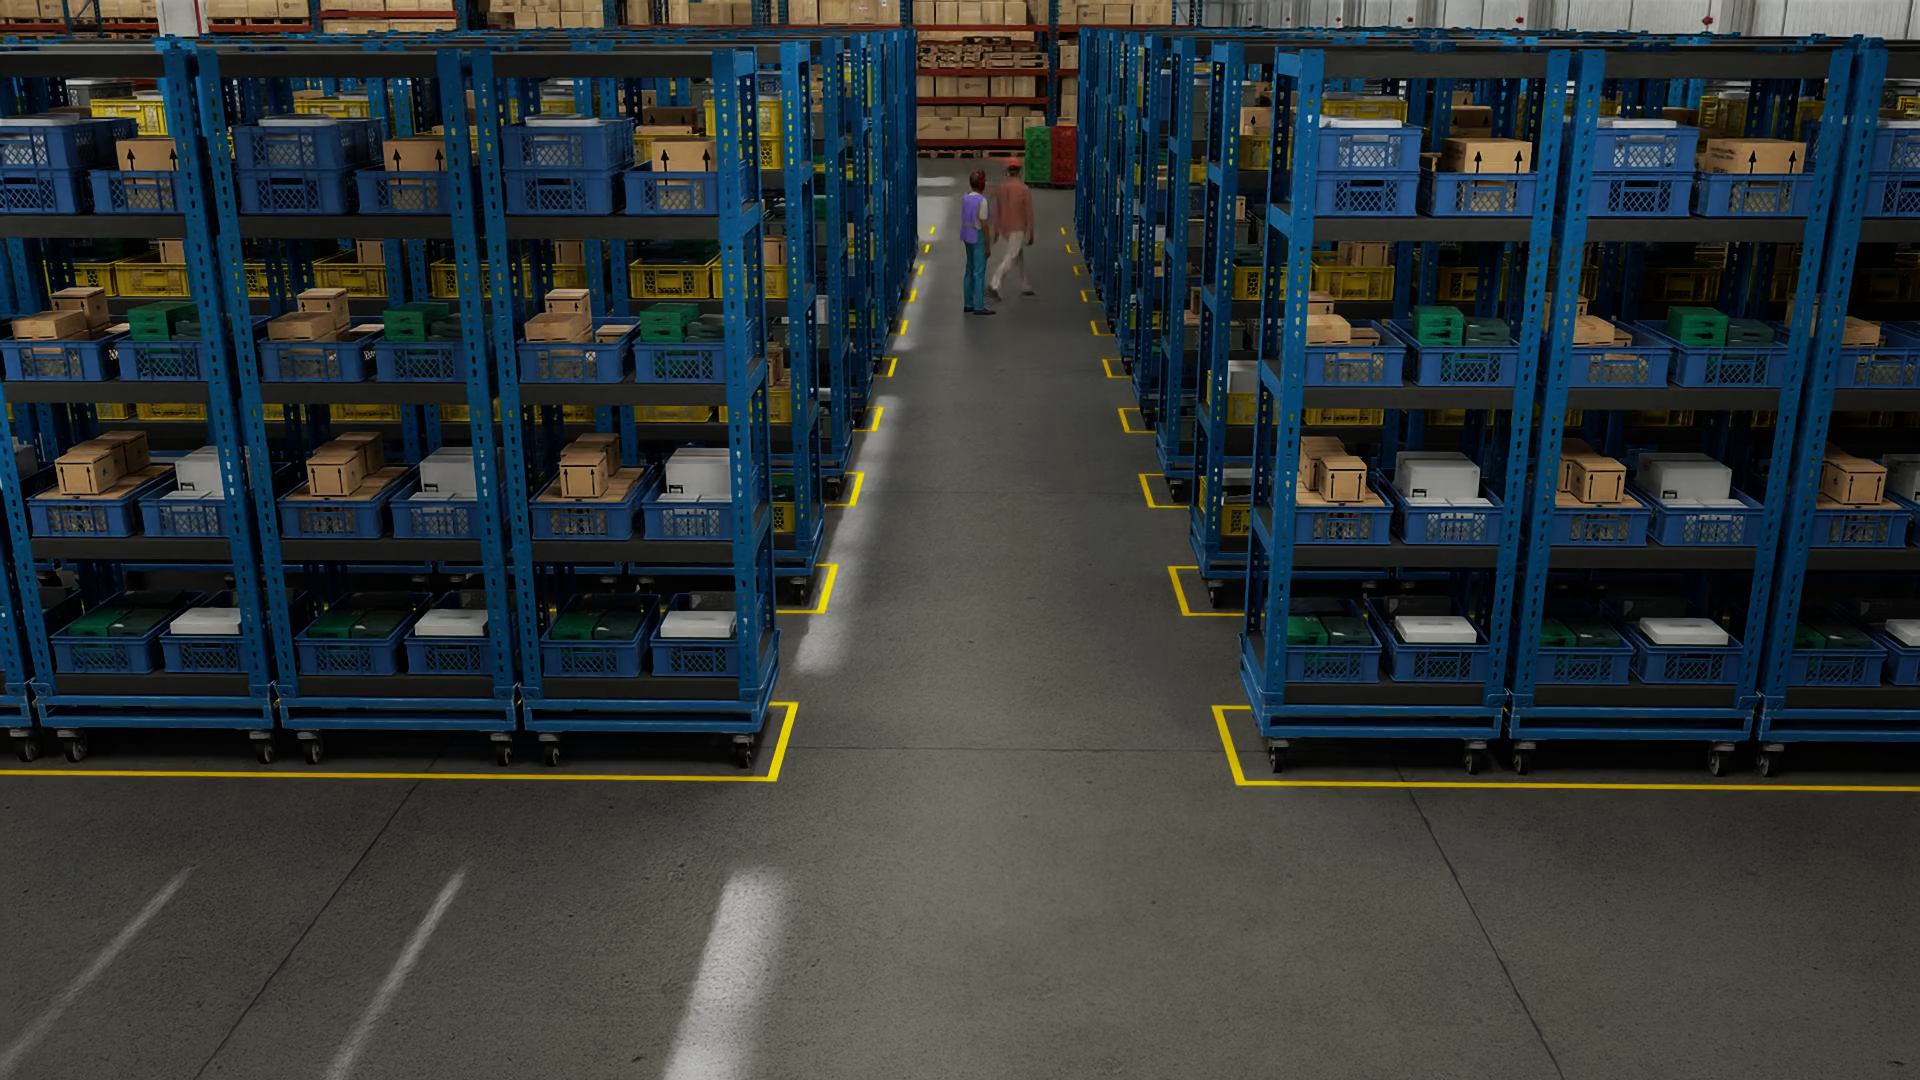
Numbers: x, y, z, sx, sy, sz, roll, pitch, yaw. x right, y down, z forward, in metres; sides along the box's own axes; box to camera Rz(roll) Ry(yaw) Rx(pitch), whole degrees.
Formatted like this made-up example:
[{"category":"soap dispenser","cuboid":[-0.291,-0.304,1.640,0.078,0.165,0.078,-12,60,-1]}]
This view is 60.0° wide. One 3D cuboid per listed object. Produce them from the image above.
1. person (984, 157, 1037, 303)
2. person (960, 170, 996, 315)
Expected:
[{"category":"person","cuboid":[0.677,-4.229,22.681,1.016,1.941,0.625,-15,23,-39]},{"category":"person","cuboid":[0.209,-3.861,21.634,0.381,1.849,0.570,-10,20,-28]}]
